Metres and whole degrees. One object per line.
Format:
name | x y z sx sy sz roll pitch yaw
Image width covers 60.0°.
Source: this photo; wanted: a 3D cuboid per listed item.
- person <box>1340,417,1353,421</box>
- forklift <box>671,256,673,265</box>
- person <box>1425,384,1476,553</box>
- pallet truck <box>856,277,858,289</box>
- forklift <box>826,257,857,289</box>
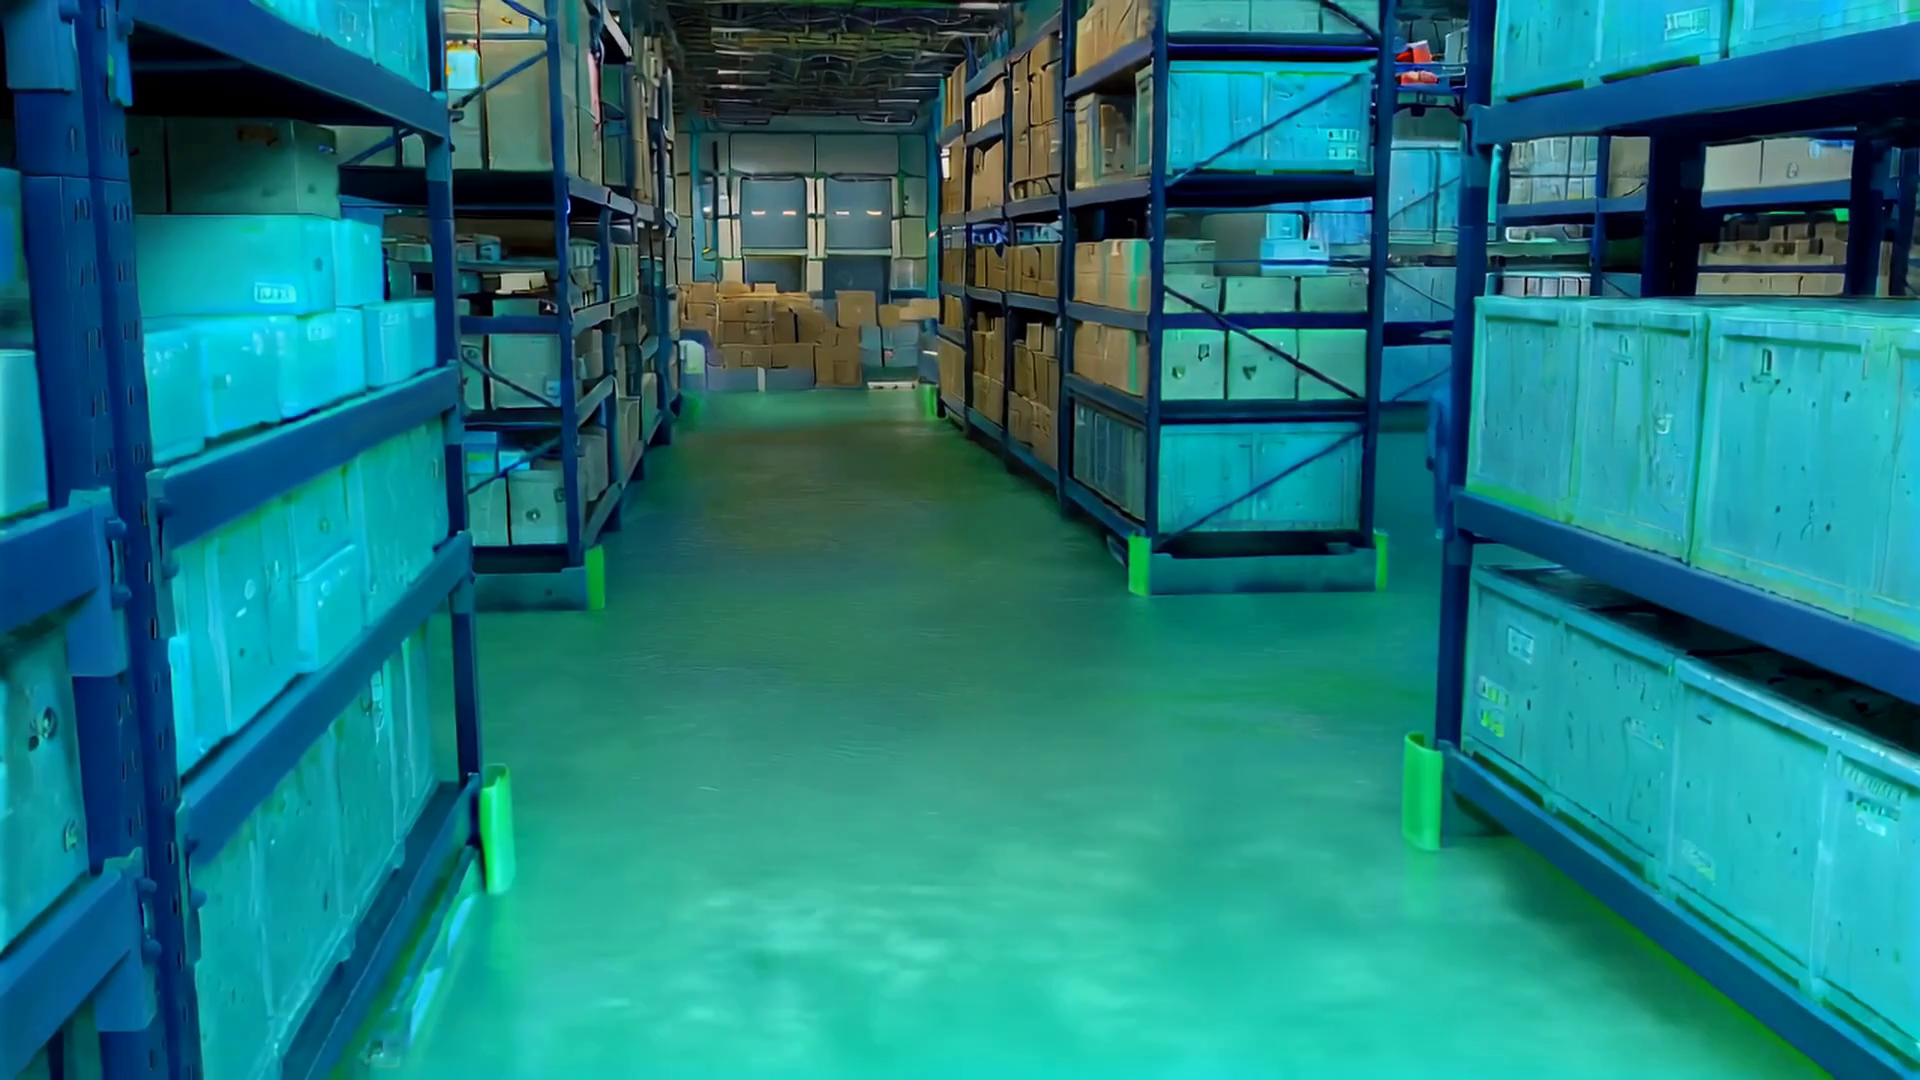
person | 4.062 -1.057 18.162 0.317 1.695 0.540 -8 13 -40
forklift | -10.987 -9.066 61.344 1.129 2.768 1.873 -1 10 -7
person | 4.943 -0.861 16.548 0.641 1.864 0.973 2 10 10
pallet truck | -3.782 -9.391 65.808 1.885 1.965 0.823 2 10 10
forklift | -3.407 -6.733 47.763 1.129 2.768 1.873 -1 10 -7
